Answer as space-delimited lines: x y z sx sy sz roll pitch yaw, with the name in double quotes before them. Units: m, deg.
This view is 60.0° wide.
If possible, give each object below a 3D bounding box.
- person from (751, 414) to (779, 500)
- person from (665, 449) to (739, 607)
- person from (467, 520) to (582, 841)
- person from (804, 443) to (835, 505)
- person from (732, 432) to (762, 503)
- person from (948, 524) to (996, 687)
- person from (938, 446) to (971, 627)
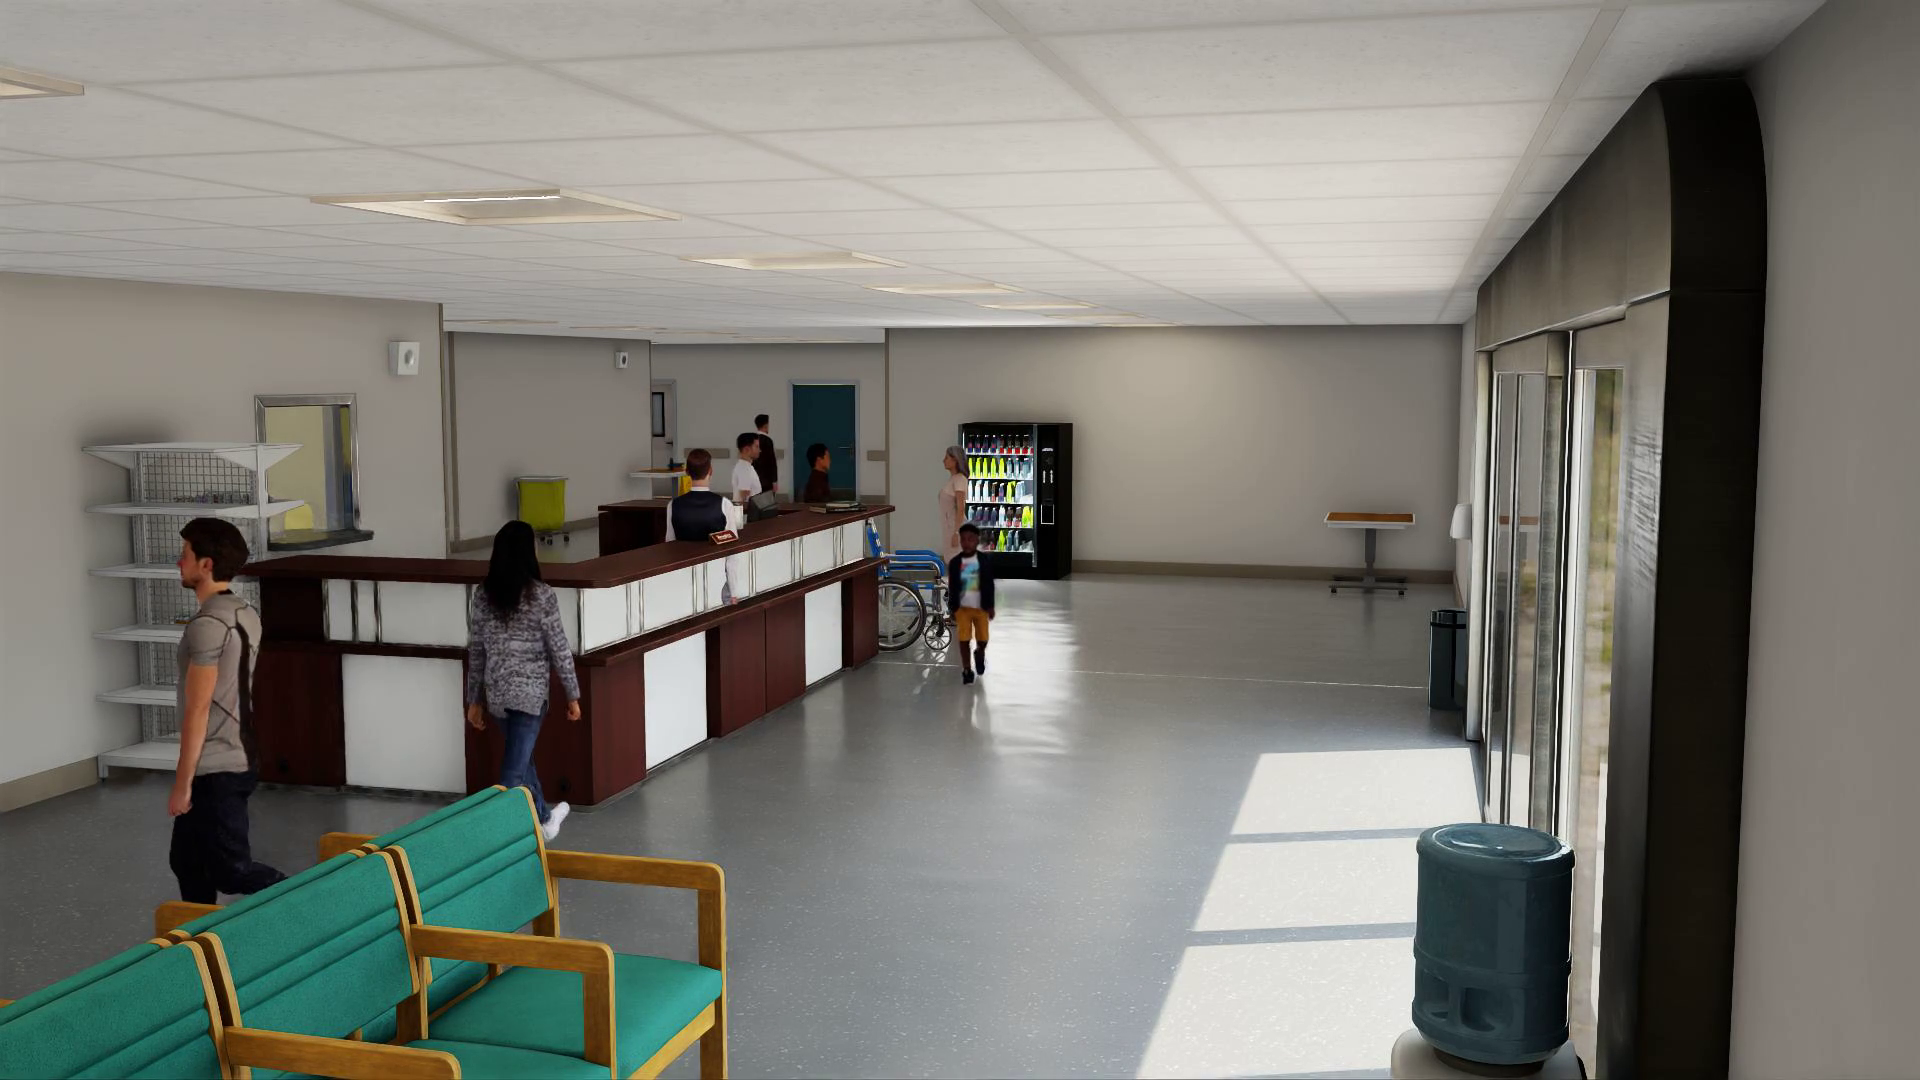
"person" -2.770 -0.823 23.183 0.624 1.863 0.811 3 7 31
"person" -1.739 0.345 11.212 0.545 1.935 0.738 1 6 7
"person" -2.169 0.798 7.982 1.084 1.681 0.714 2 6 16
"person" -1.428 -0.018 15.753 1.226 1.748 0.968 -1 6 -10
"person" -2.164 -0.112 16.256 1.113 1.836 0.957 -1 6 -13
"person" 0.101 0.497 13.073 0.733 1.261 0.684 0 6 1
"person" -0.035 -0.046 16.098 0.680 1.736 0.678 -1 6 -10
